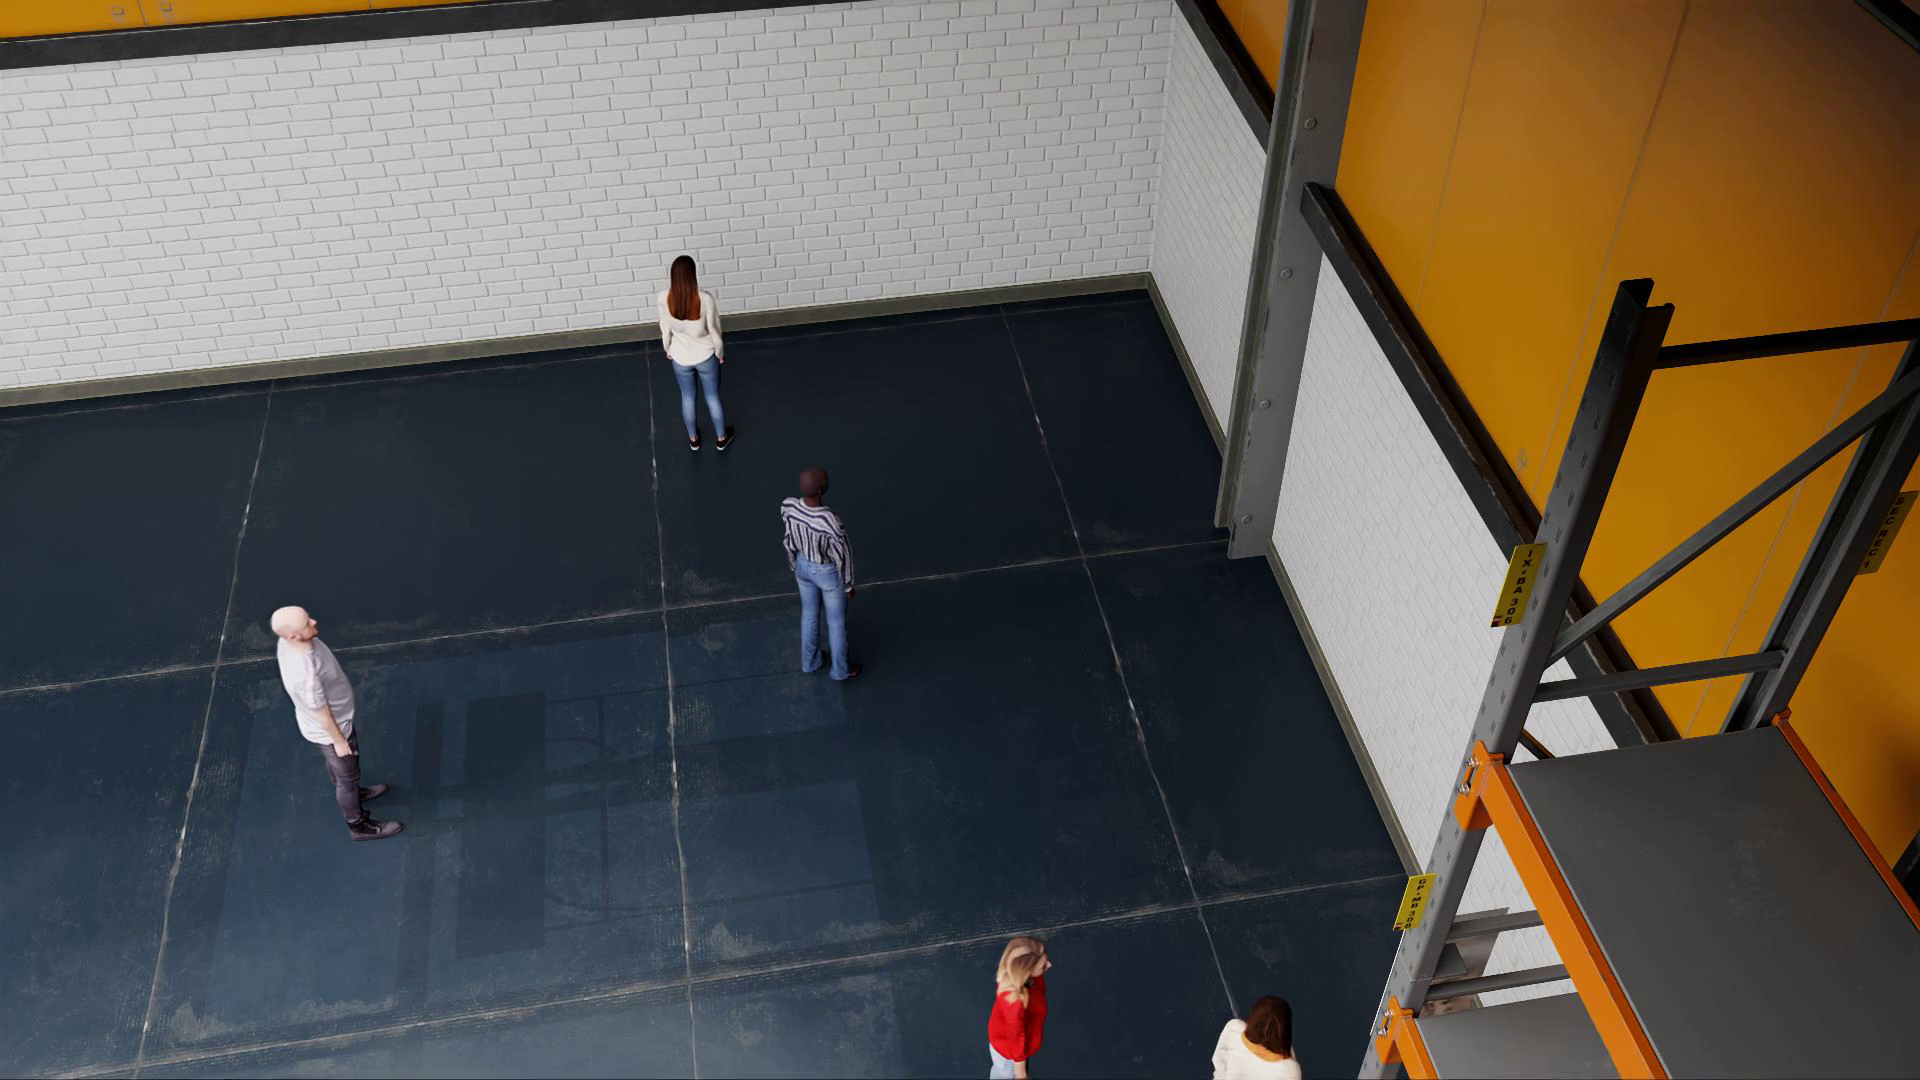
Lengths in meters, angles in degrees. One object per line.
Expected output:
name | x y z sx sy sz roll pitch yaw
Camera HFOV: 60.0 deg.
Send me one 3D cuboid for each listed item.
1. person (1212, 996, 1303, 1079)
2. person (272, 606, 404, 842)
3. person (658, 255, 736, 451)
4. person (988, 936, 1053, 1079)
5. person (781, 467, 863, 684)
person | 1.398 2.719 8.040 0.680 1.681 0.763 31 52 29
person | -3.685 1.043 9.691 0.788 1.831 0.612 -19 47 -19
person | -1.961 -1.376 12.331 0.672 1.692 0.644 4 44 5
person | 0.271 2.478 8.278 0.718 1.702 0.513 0 44 0
person | -0.882 0.234 10.565 0.694 1.796 0.734 22 48 21
